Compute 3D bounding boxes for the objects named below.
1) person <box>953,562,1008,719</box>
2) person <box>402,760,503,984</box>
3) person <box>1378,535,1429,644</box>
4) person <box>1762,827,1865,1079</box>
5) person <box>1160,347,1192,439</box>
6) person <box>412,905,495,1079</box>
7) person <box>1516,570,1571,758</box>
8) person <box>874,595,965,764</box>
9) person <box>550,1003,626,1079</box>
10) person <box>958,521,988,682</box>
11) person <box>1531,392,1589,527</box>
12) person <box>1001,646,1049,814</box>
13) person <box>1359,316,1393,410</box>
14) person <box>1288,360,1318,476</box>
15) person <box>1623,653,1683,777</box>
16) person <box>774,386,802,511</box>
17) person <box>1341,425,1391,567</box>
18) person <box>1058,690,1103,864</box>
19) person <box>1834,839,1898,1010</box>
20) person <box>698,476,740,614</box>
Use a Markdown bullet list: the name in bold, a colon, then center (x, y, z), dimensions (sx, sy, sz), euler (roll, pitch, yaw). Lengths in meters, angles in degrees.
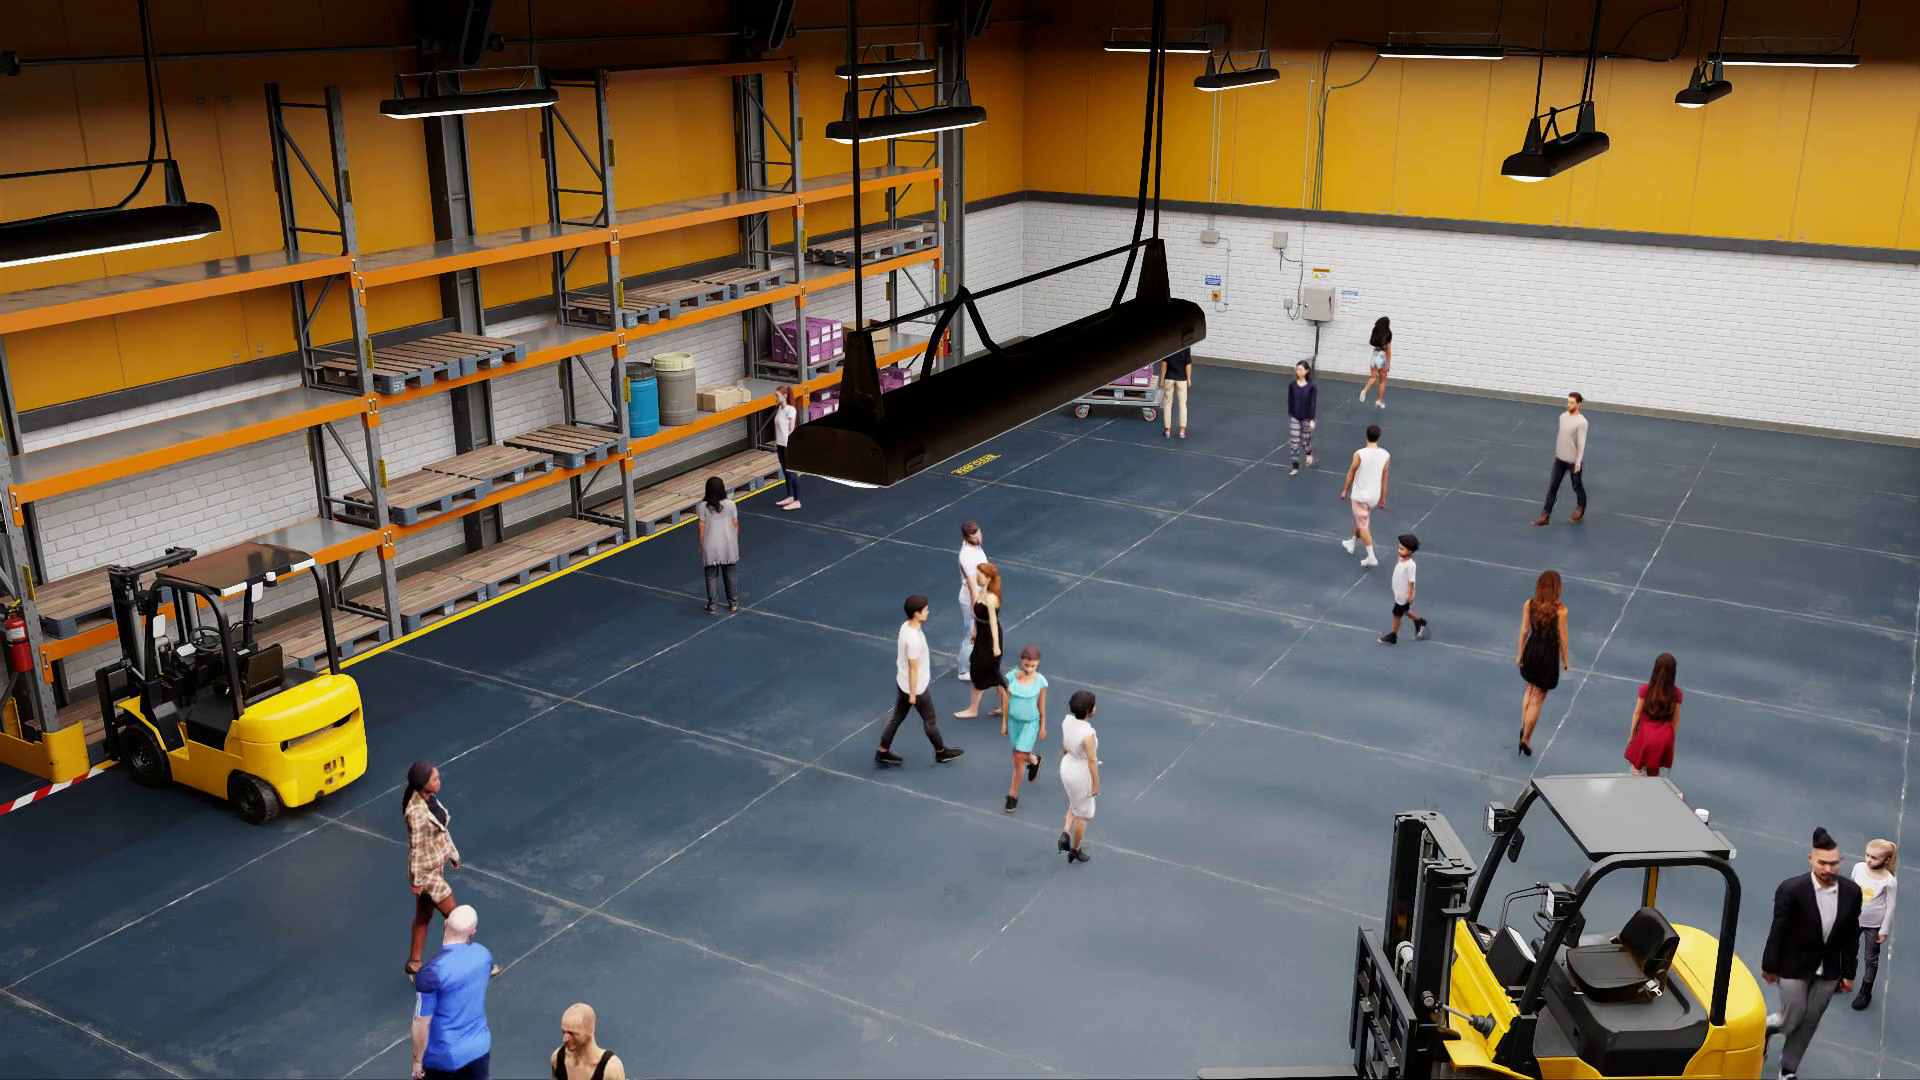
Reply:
- **person**: center (0.378, 1.000, 16.478), dimensions (0.923, 1.603, 0.886), euler (-3, 19, -9)
- **person**: center (-3.917, 2.422, 12.002), dimensions (0.968, 1.764, 0.980), euler (-1, 19, -3)
- **person**: center (4.964, 0.543, 18.400), dimensions (0.871, 1.243, 0.819), euler (-5, 19, -13)
- **person**: center (5.505, 2.708, 10.883), dimensions (0.903, 1.937, 0.961), euler (-1, 19, -2)
- **person**: center (3.460, -2.557, 26.647), dimensions (0.697, 1.854, 0.638), euler (4, 19, 12)
- **person**: center (-3.021, 3.089, 9.963), dimensions (0.897, 1.801, 0.692), euler (10, 21, 28)
- **person**: center (5.389, 1.192, 15.561), dimensions (0.734, 1.824, 0.669), euler (-18, 25, -42)
- **person**: center (-0.515, 1.323, 15.395), dimensions (1.134, 1.681, 1.081), euler (-4, 19, -13)
- **person**: center (-1.974, 3.333, 9.233), dimensions (0.677, 1.804, 0.656), euler (9, 21, 26)
- **person**: center (0.116, 0.632, 17.238), dimensions (0.899, 1.815, 0.717), euler (-1, 19, -3)
- **person**: center (8.217, -1.063, 22.262), dimensions (1.312, 1.822, 1.071), euler (-11, 21, -29)
- **person**: center (0.588, 1.610, 14.785), dimensions (0.625, 1.527, 1.004), euler (10, 21, 28)
- **person**: center (7.086, -2.997, 28.328), dimensions (0.888, 1.615, 0.765), euler (-11, 22, -30)
- **person**: center (5.100, -1.818, 24.671), dimensions (0.611, 1.714, 0.852), euler (12, 22, 31)
- **person**: center (6.007, 1.735, 14.393), dimensions (0.689, 1.542, 0.835), euler (4, 19, 10)
- **person**: center (-2.387, -1.292, 23.076), dimensions (0.667, 1.736, 0.649), euler (-11, 21, -29)
- **person**: center (5.088, -0.503, 20.736), dimensions (1.167, 1.734, 1.210), euler (-5, 19, -15)
- **person**: center (0.919, 1.972, 13.685), dimensions (0.733, 1.543, 0.692), euler (-12, 22, -31)
- **person**: center (6.485, 2.716, 11.891), dimensions (0.607, 1.279, 0.575), euler (-11, 22, -29)
- **person**: center (-2.809, 0.045, 19.303), dimensions (0.766, 1.609, 0.830), euler (-6, 20, -18)
